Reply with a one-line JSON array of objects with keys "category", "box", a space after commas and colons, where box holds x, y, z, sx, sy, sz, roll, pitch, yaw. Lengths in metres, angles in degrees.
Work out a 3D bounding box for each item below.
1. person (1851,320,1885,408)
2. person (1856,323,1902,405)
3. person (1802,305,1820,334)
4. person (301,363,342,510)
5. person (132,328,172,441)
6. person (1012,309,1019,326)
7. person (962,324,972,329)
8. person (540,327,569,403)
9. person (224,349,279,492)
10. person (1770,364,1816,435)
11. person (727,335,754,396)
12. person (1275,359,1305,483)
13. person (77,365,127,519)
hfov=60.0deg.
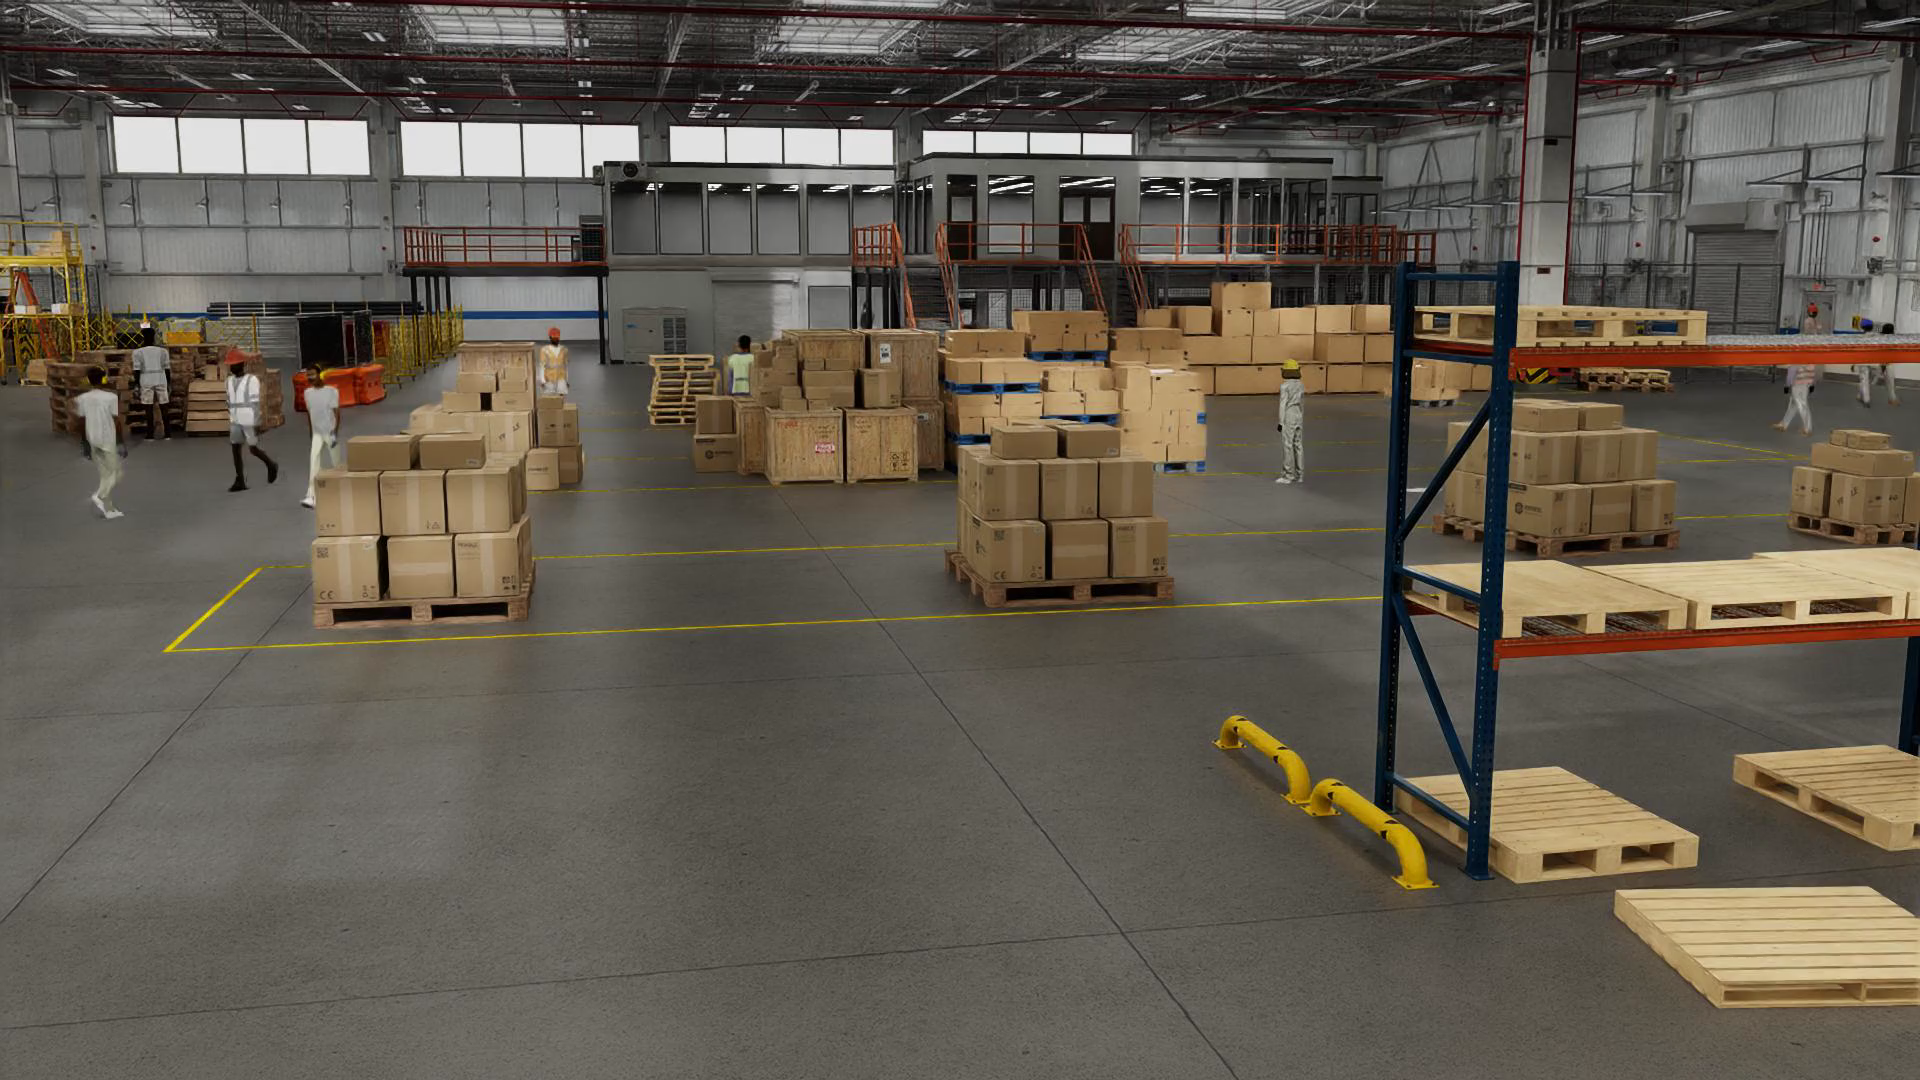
[{"category": "person", "box": [19.516, -3.793, 35.793, 0.630, 1.879, 1.006, 2, 10, 12]}, {"category": "person", "box": [20.207, -3.867, 36.500, 0.611, 1.797, 0.919, -5, 10, -27]}, {"category": "person", "box": [22.677, -5.265, 44.404, 0.382, 1.996, 0.608, 7, 12, 38]}, {"category": "person", "box": [-7.960, -1.296, 20.786, 0.532, 1.809, 1.002, 1, 9, 4]}, {"category": "person", "box": [-13.999, -2.697, 28.842, 0.600, 1.967, 0.369, -7, 12, -37]}, {"category": "person", "box": [1.494, -5.270, 44.775, 0.339, 1.882, 0.584, 0, 9, -3]}, {"category": "person", "box": [0.211, -3.607, 34.875, 0.521, 1.819, 0.872, -6, 11, -33]}, {"category": "person", "box": [-7.599, -3.040, 31.148, 0.555, 1.904, 0.956, -4, 10, -25]}, {"category": "person", "box": [-9.615, -1.624, 22.491, 0.564, 1.914, 0.764, 3, 10, 16]}, {"category": "person", "box": [15.065, -2.813, 30.017, 0.648, 1.805, 0.915, -7, 12, -38]}, {"category": "person", "box": [-3.457, -2.391, 27.184, 0.655, 1.903, 0.534, 5, 10, 27]}, {"category": "person", "box": [4.609, -1.657, 23.217, 0.480, 1.734, 0.337, -8, 12, -41]}, {"category": "person", "box": [-10.178, -1.136, 19.689, 0.542, 1.849, 0.619, 1, 9, 7]}]
